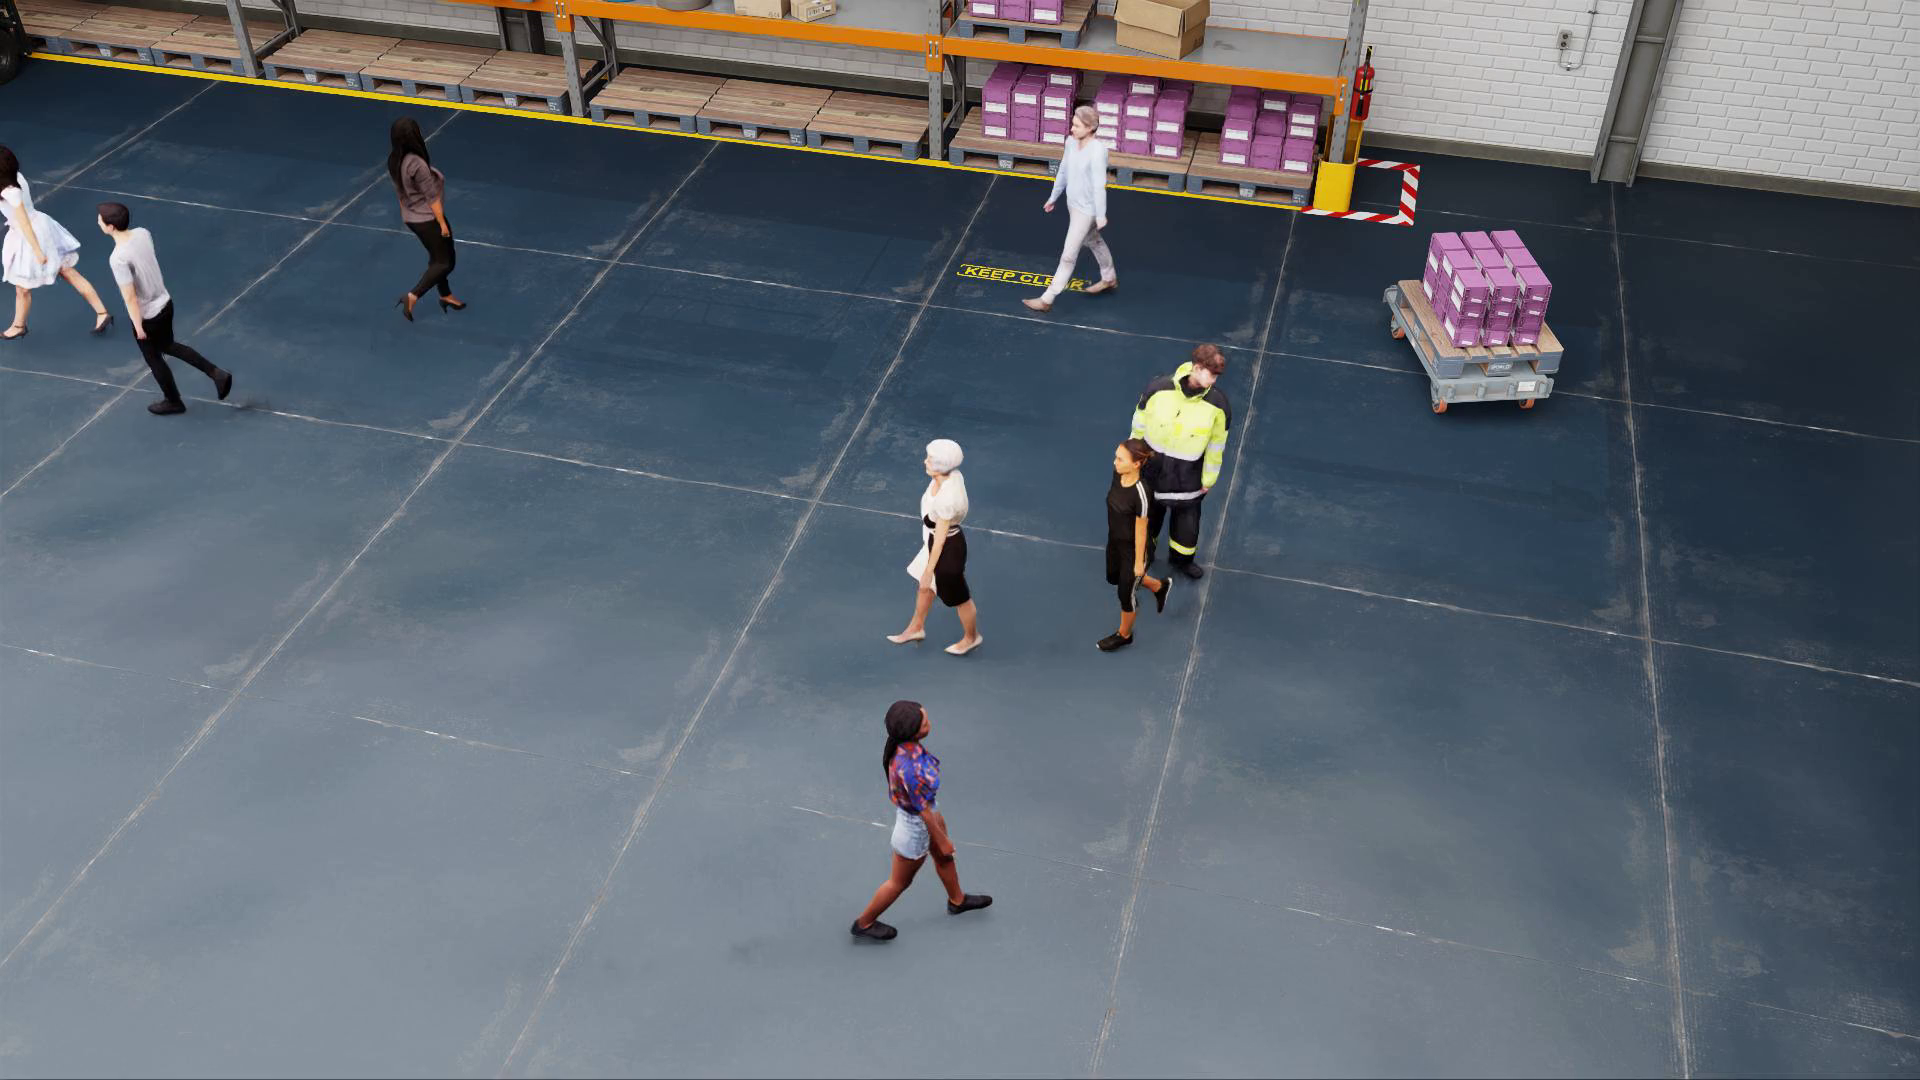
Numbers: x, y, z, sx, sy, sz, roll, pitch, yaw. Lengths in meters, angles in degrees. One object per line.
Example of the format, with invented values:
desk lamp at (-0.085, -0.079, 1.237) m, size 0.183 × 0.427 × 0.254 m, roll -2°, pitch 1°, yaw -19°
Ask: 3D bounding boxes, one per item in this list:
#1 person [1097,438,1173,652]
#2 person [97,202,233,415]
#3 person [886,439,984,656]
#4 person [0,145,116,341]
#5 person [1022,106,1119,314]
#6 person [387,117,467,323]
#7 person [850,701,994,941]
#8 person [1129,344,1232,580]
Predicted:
person at (1.174, 0.008, 10.863) m, size 0.947 × 1.655 × 0.858 m, roll -16°, pitch 41°, yaw -19°
person at (-6.207, -1.774, 12.942) m, size 0.985 × 1.846 × 0.757 m, roll 4°, pitch 39°, yaw 5°
person at (0.010, 0.094, 10.694) m, size 0.965 × 1.733 × 0.808 m, roll -1°, pitch 39°, yaw -1°
person at (-7.573, -2.444, 13.846) m, size 1.259 × 1.763 × 1.037 m, roll -10°, pitch 40°, yaw -13°
person at (1.136, -2.847, 14.296) m, size 1.312 × 1.832 × 1.187 m, roll -16°, pitch 41°, yaw -19°
person at (-4.586, -2.626, 14.031) m, size 0.974 × 1.816 × 0.991 m, roll -32°, pitch 48°, yaw -33°
person at (-0.310, 1.555, 8.883) m, size 1.118 × 1.710 × 0.825 m, roll -3°, pitch 39°, yaw -4°
person at (1.408, -0.568, 11.351) m, size 0.583 × 1.946 × 0.966 m, roll 20°, pitch 43°, yaw 23°
